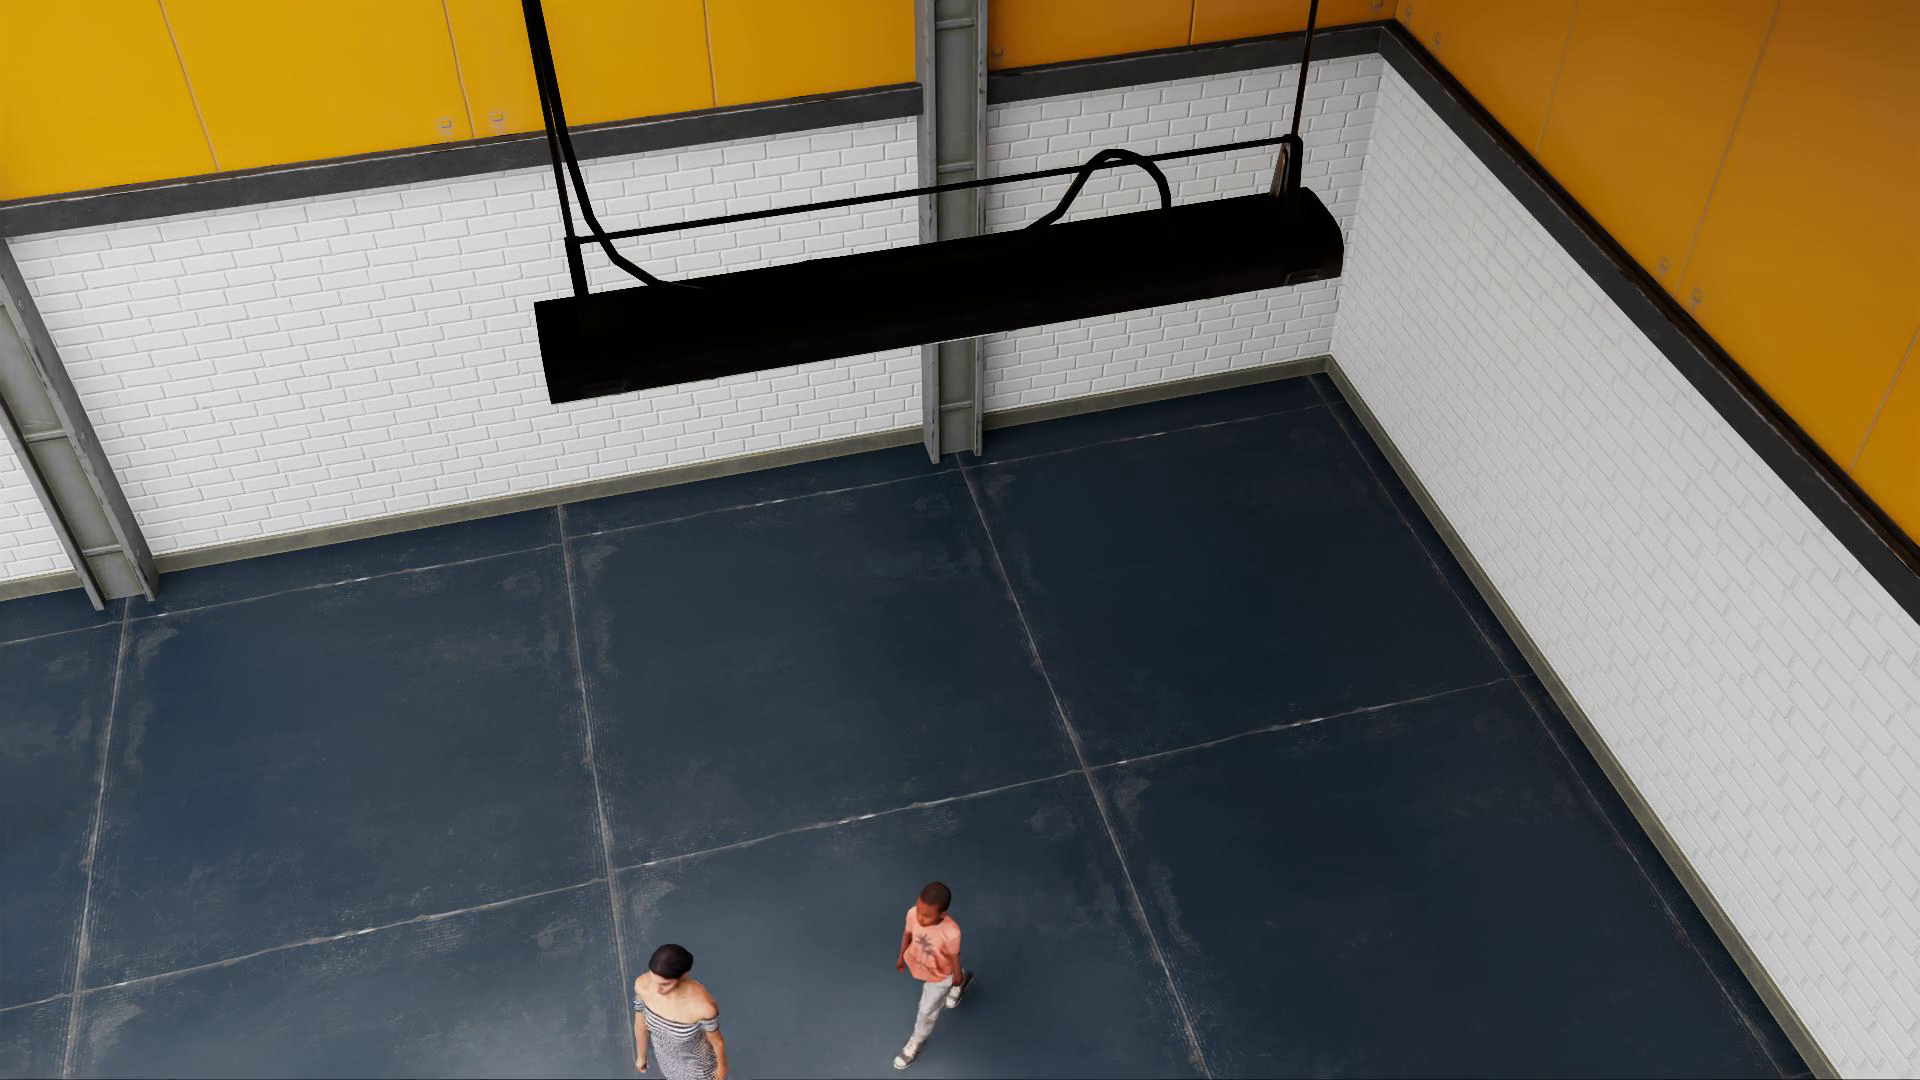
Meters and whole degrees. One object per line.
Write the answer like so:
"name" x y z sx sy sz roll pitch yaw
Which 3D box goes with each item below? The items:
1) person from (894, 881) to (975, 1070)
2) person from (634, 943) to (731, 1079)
"person" -0.105 2.191 8.823 0.810 1.295 0.962 31 51 28
"person" -1.291 2.450 8.177 0.752 1.811 0.815 19 47 19
